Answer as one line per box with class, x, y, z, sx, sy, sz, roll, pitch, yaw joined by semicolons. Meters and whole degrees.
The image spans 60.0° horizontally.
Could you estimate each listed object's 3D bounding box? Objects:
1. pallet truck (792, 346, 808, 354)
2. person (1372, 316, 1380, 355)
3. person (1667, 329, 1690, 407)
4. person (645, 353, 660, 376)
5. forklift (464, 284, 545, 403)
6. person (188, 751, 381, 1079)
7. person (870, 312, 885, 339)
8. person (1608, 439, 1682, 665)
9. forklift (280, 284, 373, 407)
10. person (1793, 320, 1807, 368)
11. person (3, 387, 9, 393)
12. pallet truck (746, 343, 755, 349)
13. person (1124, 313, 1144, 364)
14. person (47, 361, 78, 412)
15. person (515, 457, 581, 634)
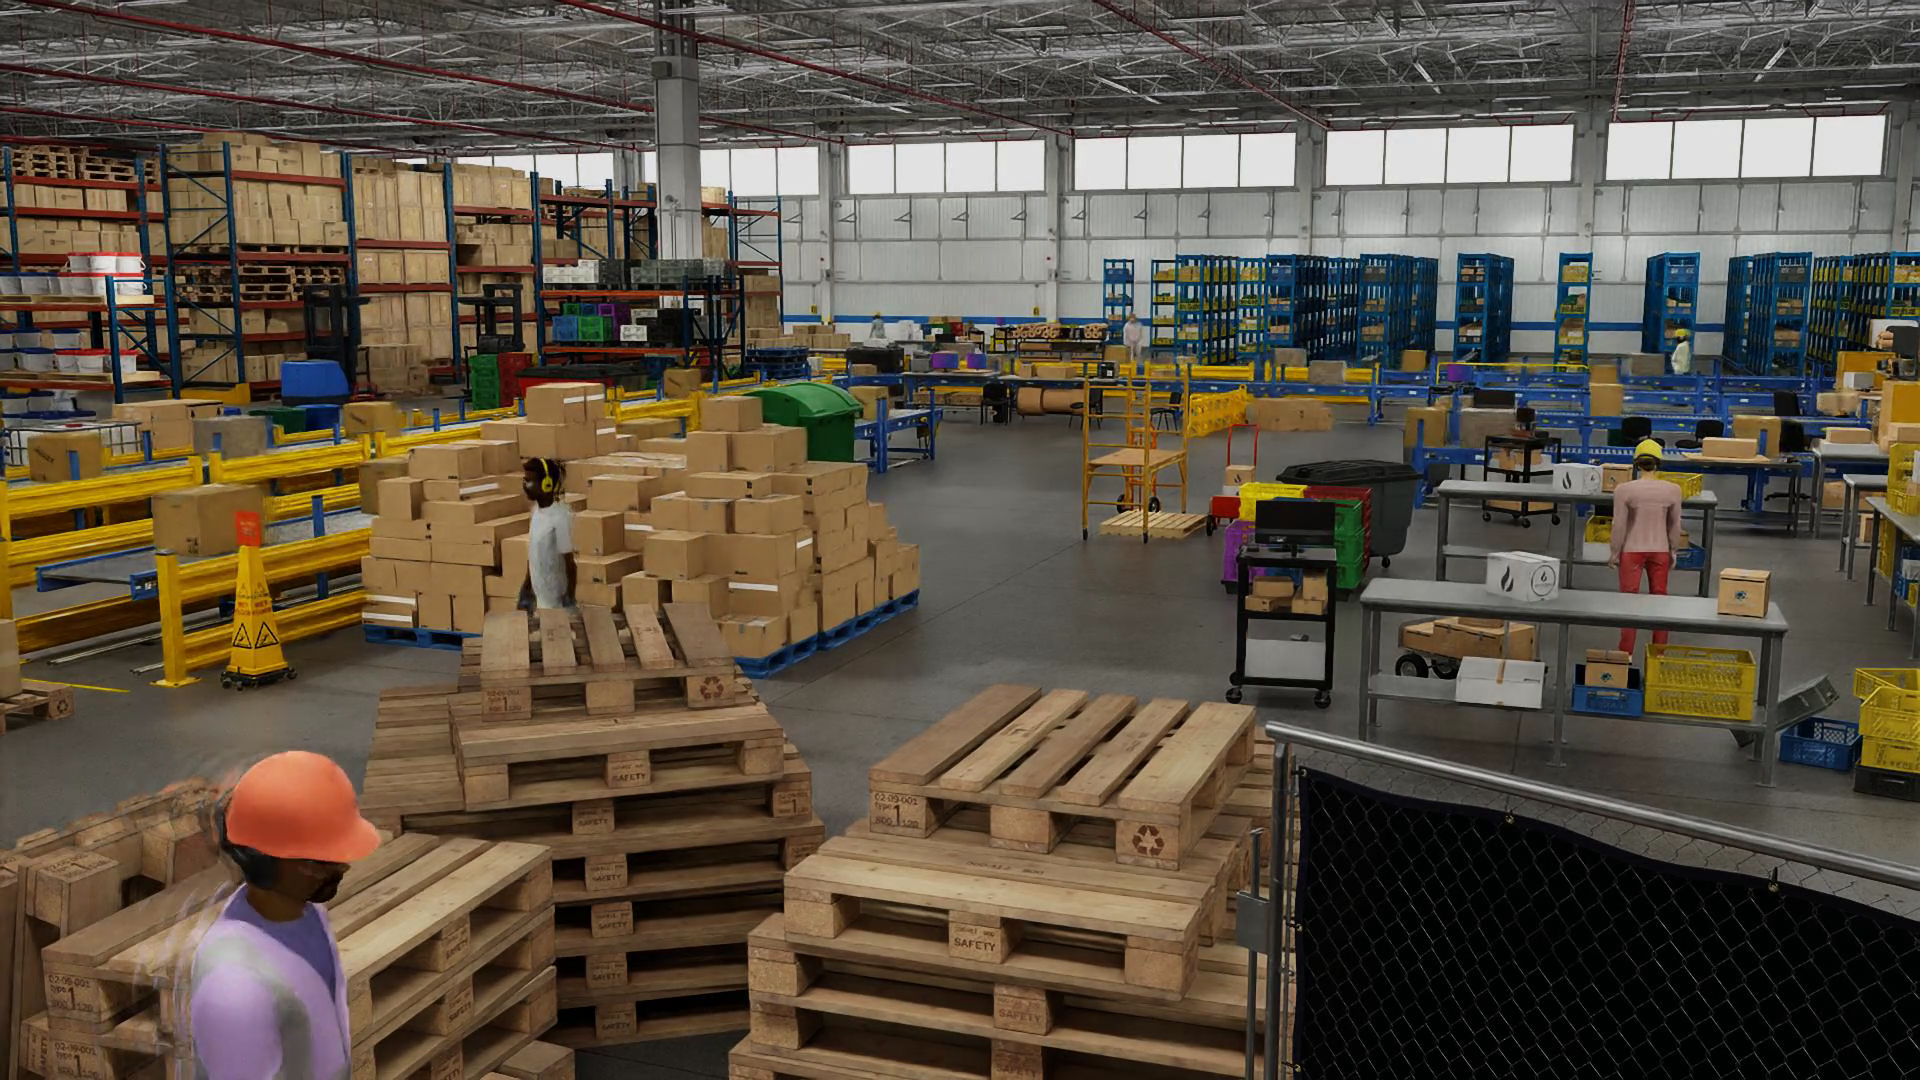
pallet truck;-3.705;-4.298;42.022;0.653;1.274;1.630;3;10;20
person;13.158;-6.333;52.707;0.434;1.977;0.608;3;10;19
person;16.499;-3.945;38.217;0.569;1.813;0.604;3;10;20
person;-8.233;-4.897;44.738;0.498;1.634;0.278;0;9;1
forklift;-10.832;-4.702;39.610;1.129;2.768;1.873;3;10;20
person;-1.473;1.442;3.757;0.466;2.012;0.642;-1;9;-7
person;-2.997;-7.534;61.114;0.495;1.692;0.898;-8;12;-41
person;5.322;0.099;12.962;0.529;1.765;0.326;1;9;4
forklift;-14.533;-4.443;37.987;1.129;2.768;1.873;3;10;20
person;23.342;-5.249;46.283;0.396;1.847;0.564;7;12;38
person;-19.746;-3.235;34.153;0.505;1.682;0.535;4;10;22
pallet truck;-6.183;-4.618;44.264;1.601;1.201;0.680;-9;12;-43
person;5.380;-6.080;51.477;0.646;1.856;0.774;-1;9;-6
person;-14.627;-2.081;26.992;0.543;1.651;0.878;3;10;21
person;-2.741;0.377;10.929;0.398;1.855;0.524;-5;10;-28
